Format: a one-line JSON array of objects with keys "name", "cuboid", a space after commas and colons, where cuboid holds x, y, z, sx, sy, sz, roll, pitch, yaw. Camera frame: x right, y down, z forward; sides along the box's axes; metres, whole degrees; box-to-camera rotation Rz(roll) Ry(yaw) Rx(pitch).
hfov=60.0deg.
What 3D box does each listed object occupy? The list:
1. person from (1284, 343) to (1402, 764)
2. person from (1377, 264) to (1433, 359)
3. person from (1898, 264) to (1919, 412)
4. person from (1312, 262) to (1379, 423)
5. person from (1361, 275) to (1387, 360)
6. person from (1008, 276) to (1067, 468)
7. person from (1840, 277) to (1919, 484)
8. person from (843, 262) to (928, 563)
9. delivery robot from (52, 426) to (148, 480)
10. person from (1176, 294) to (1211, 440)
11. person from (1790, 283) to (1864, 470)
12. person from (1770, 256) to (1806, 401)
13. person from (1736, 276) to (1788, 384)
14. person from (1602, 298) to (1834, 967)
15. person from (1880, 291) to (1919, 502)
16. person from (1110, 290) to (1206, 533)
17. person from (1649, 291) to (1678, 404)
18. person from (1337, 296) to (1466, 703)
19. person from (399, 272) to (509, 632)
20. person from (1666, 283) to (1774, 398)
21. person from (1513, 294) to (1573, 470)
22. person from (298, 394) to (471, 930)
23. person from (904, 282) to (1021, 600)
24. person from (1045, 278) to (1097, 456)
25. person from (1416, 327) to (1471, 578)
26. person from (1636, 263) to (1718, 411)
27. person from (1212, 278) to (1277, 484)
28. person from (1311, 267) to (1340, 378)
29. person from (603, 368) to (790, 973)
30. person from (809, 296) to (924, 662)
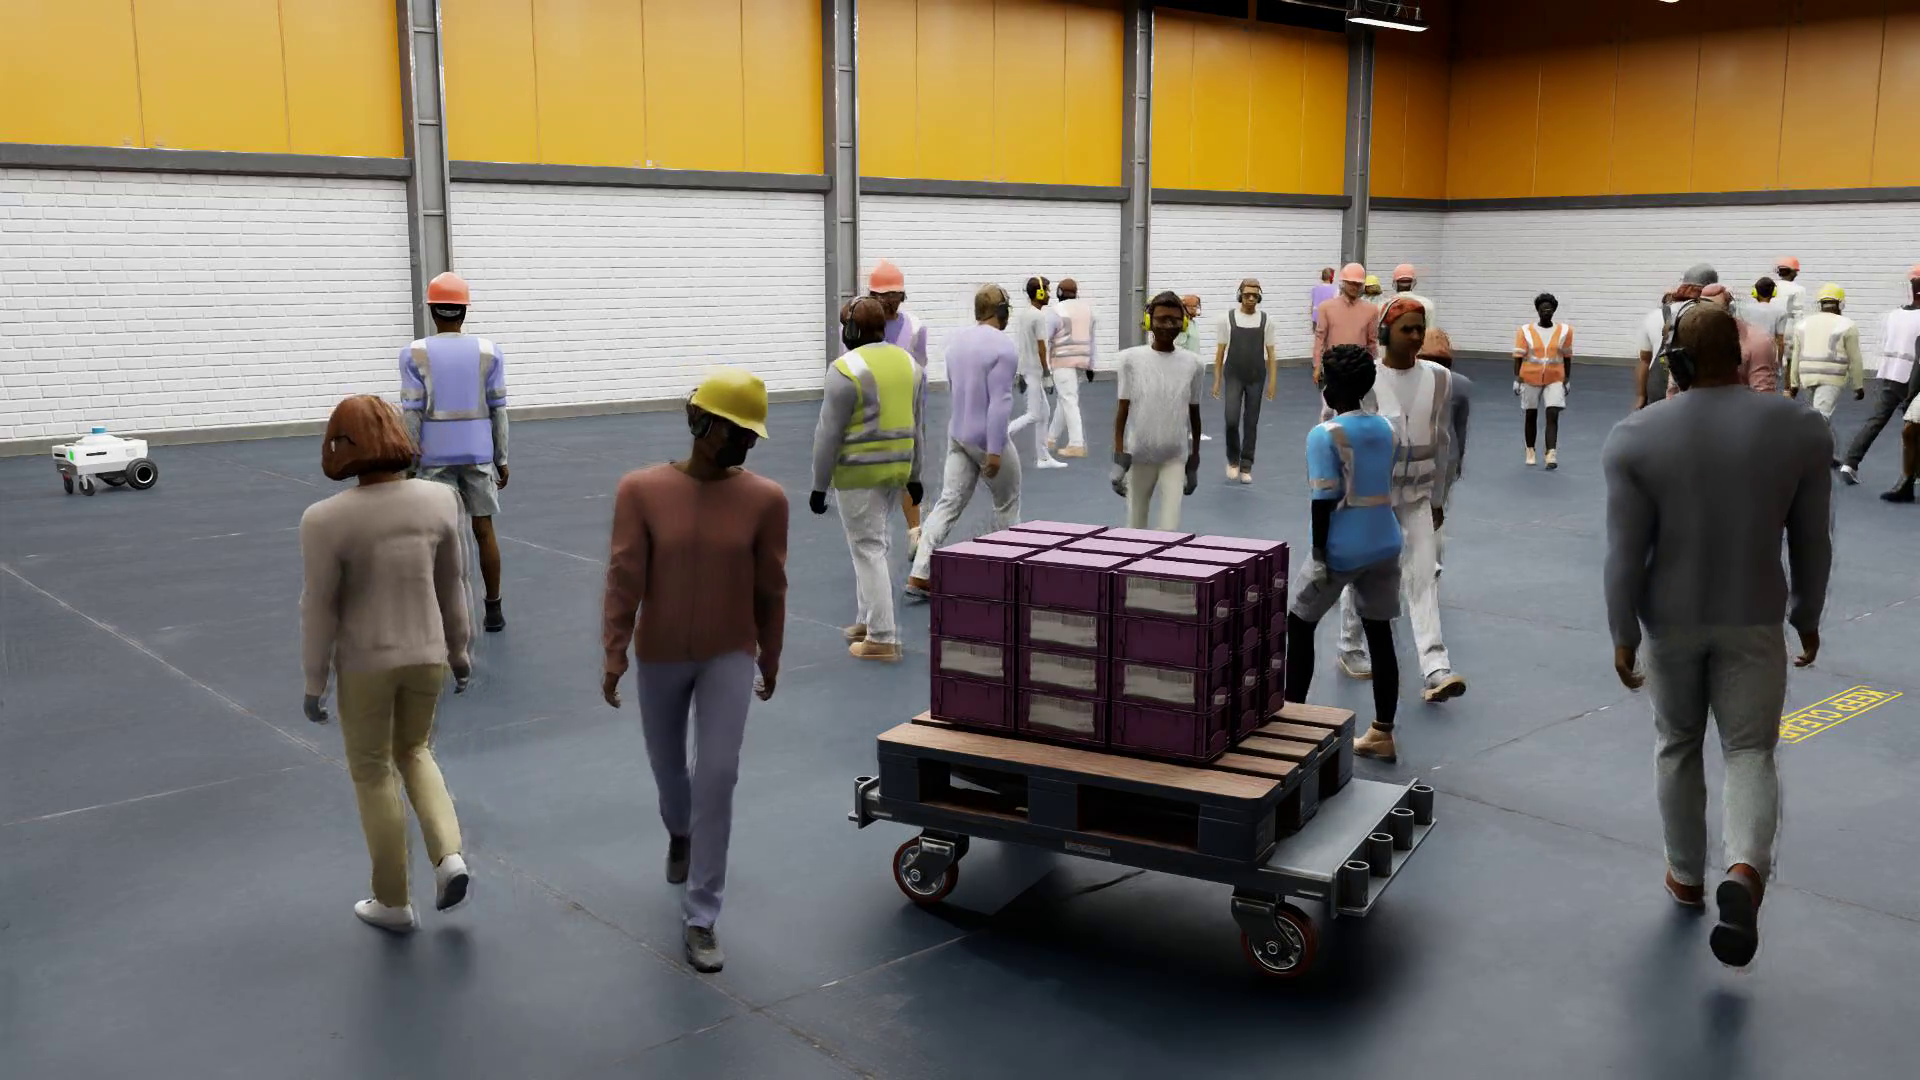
[{"name": "person", "cuboid": [1.514, 0.044, 6.756, 0.534, 1.668, 0.722, -6, 11, -32]}, {"name": "person", "cuboid": [4.648, -1.908, 17.423, 0.606, 1.946, 1.044, 1, 10, 5]}, {"name": "person", "cuboid": [12.438, -2.617, 21.611, 0.389, 1.928, 0.544, 4, 10, 20]}, {"name": "person", "cuboid": [3.723, -1.698, 16.116, 0.625, 1.967, 0.849, 1, 10, 8]}, {"name": "person", "cuboid": [6.064, -3.034, 24.573, 0.489, 1.743, 0.322, 7, 12, 36]}, {"name": "person", "cuboid": [0.624, -1.567, 15.709, 0.787, 1.844, 0.524, -2, 10, -10]}, {"name": "person", "cuboid": [8.272, -1.396, 14.658, 1.008, 1.866, 0.604, -2, 10, -11]}, {"name": "person", "cuboid": [-0.479, -0.845, 11.056, 0.607, 1.974, 1.096, -3, 10, -16]}, {"name": "delivery robot", "cuboid": [-7.395, -0.734, 14.306, 0.477, 0.478, 0.707, 7, 12, 34]}, {"name": "person", "cuboid": [2.473, -1.916, 18.420, 0.637, 1.615, 0.508, 4, 10, 21]}, {"name": "person", "cuboid": [8.023, -1.491, 15.459, 0.964, 1.781, 0.598, -5, 11, -29]}, {"name": "person", "cuboid": [11.003, -2.767, 22.236, 0.783, 2.013, 0.618, -8, 13, -40]}, {"name": "person", "cuboid": [8.350, -1.847, 17.436, 0.534, 1.820, 0.979, 4, 10, 20]}, {"name": "person", "cuboid": [2.195, 0.252, 4.862, 0.648, 1.911, 0.844, 3, 10, 19]}, {"name": "person", "cuboid": [7.872, -1.218, 13.468, 0.769, 1.905, 0.572, -2, 10, -12]}, {"name": "person", "cuboid": [1.075, -0.450, 9.154, 0.522, 1.850, 0.796, 0, 10, 1]}, {"name": "person", "cuboid": [7.905, -1.955, 18.559, 0.523, 1.638, 0.310, 6, 11, 30]}, {"name": "person", "cuboid": [2.009, -0.188, 7.645, 0.611, 1.827, 1.003, -2, 10, -9]}, {"name": "person", "cuboid": [-2.697, -0.453, 8.894, 0.551, 1.934, 0.373, -5, 11, -26]}, {"name": "person", "cuboid": [4.859, -0.713, 10.653, 0.668, 1.863, 0.985, 8, 13, 39]}, {"name": "person", "cuboid": [5.528, -1.494, 15.795, 0.550, 1.655, 0.831, 3, 10, 16]}, {"name": "person", "cuboid": [-1.701, 0.375, 4.940, 0.378, 1.616, 0.514, 8, 13, 41]}, {"name": "person", "cuboid": [0.074, -0.575, 9.822, 1.041, 1.882, 0.647, -8, 13, -40]}, {"name": "person", "cuboid": [1.022, -1.768, 17.034, 0.739, 1.785, 0.897, -9, 13, -42]}, {"name": "person", "cuboid": [2.773, -0.440, 9.787, 0.501, 1.612, 0.417, -2, 10, -12]}, {"name": "person", "cuboid": [5.549, -1.148, 12.659, 1.032, 2.000, 0.686, -6, 11, -29]}, {"name": "person", "cuboid": [2.526, -1.395, 14.717, 0.554, 1.830, 0.463, 0, 10, 2]}, {"name": "person", "cuboid": [6.067, -3.604, 27.635, 0.436, 1.831, 0.591, -8, 12, -38]}, {"name": "person", "cuboid": [-0.783, 0.323, 5.019, 0.547, 1.702, 0.887, -1, 10, -8]}, {"name": "person", "cuboid": [-0.520, -0.312, 8.400, 0.645, 1.819, 0.655, 7, 12, 37]}]
